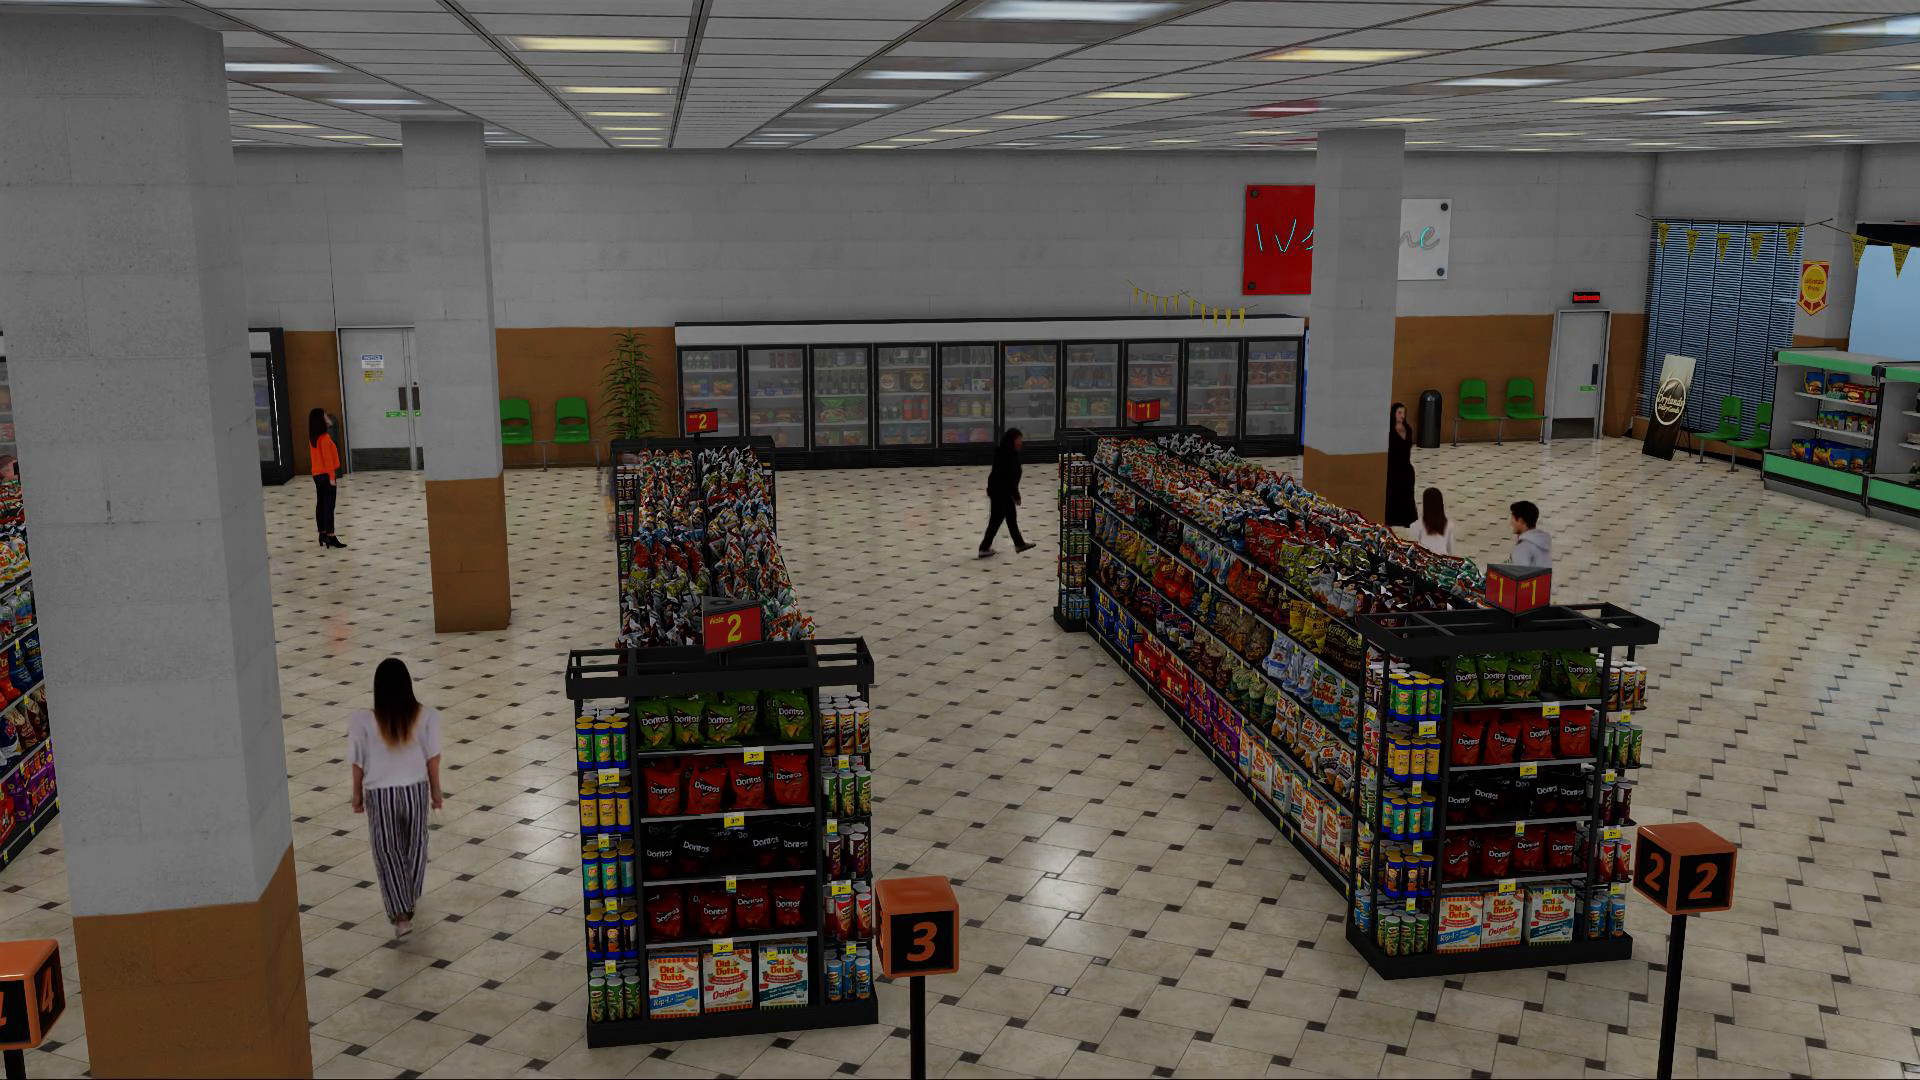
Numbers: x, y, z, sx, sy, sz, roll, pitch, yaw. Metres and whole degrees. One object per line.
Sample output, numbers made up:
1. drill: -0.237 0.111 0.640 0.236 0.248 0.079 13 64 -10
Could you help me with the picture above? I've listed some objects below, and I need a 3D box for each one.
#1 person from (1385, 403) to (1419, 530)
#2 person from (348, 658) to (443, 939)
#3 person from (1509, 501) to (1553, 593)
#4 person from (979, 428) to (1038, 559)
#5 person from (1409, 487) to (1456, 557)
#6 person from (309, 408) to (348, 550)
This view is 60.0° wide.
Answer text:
1. person: 5.434 -0.862 21.099 0.853 1.712 1.187 -5 13 -23
2. person: -3.329 1.544 9.834 0.872 1.647 1.164 -6 13 -25
3. person: 4.677 0.655 13.442 1.025 1.900 0.960 7 14 31
4. person: 0.440 -0.546 19.955 0.753 1.566 0.868 -4 13 -20
5. person: 4.378 0.370 15.364 0.679 1.666 0.926 0 12 -1
6. person: -7.880 -0.776 20.608 0.766 1.748 0.659 -10 16 -40
